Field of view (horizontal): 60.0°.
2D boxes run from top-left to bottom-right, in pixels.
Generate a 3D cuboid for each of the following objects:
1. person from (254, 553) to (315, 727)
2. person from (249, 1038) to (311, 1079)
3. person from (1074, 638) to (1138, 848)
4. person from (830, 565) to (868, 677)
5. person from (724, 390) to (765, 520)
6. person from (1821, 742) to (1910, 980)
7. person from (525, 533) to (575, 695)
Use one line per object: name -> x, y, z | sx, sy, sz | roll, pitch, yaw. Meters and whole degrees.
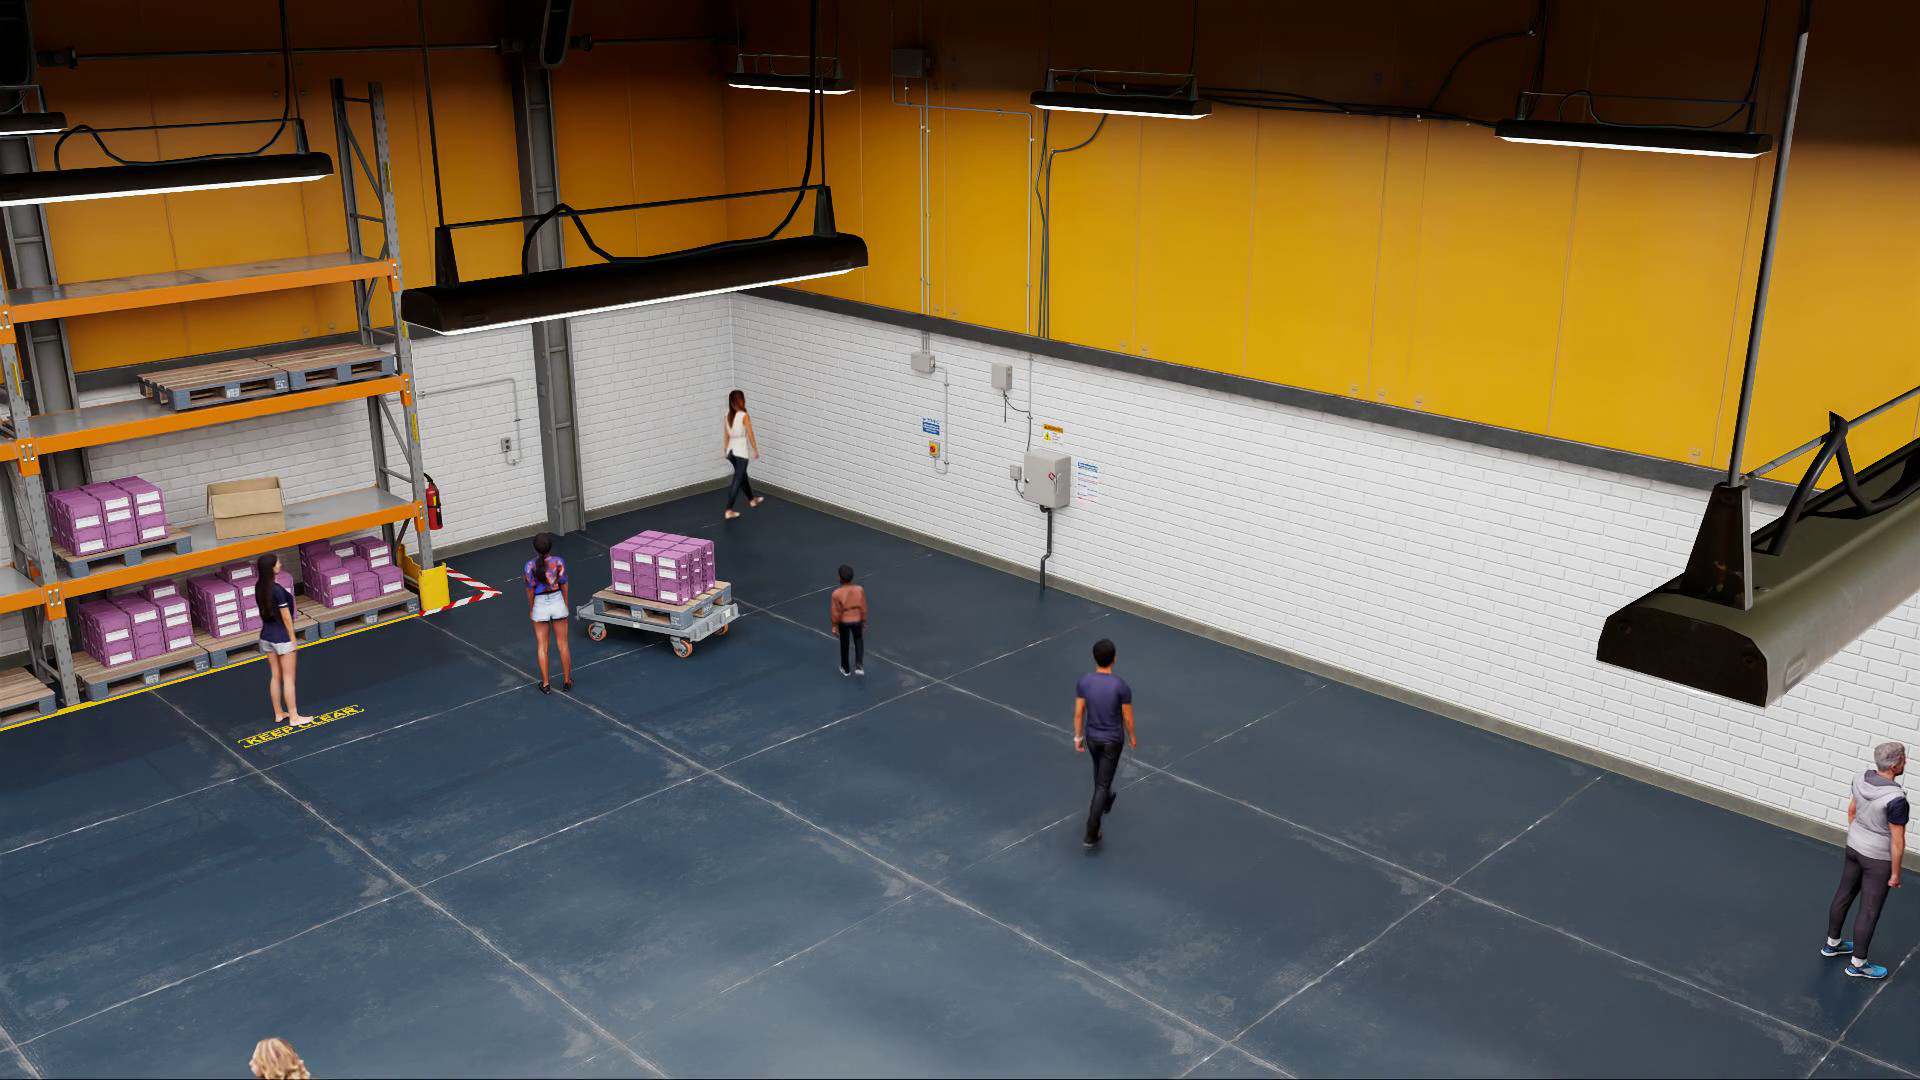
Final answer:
person -> -6.711, 0.978, 16.361 | 0.619, 1.766, 0.590 | 12, 22, 32
person -> -3.541, 3.474, 9.102 | 1.266, 1.668, 1.057 | -4, 19, -13
person -> 1.196, 1.749, 14.103 | 0.884, 1.744, 1.233 | 9, 21, 26
person -> -1.151, 0.868, 17.498 | 0.663, 1.249, 0.725 | -6, 19, -17
person -> -3.067, -1.127, 22.659 | 0.667, 1.735, 1.085 | 14, 23, 36
person -> 6.707, 2.323, 12.267 | 0.792, 1.828, 0.777 | -3, 19, -9
person -> -4.226, 0.735, 17.117 | 0.604, 1.743, 0.725 | -6, 20, -17
